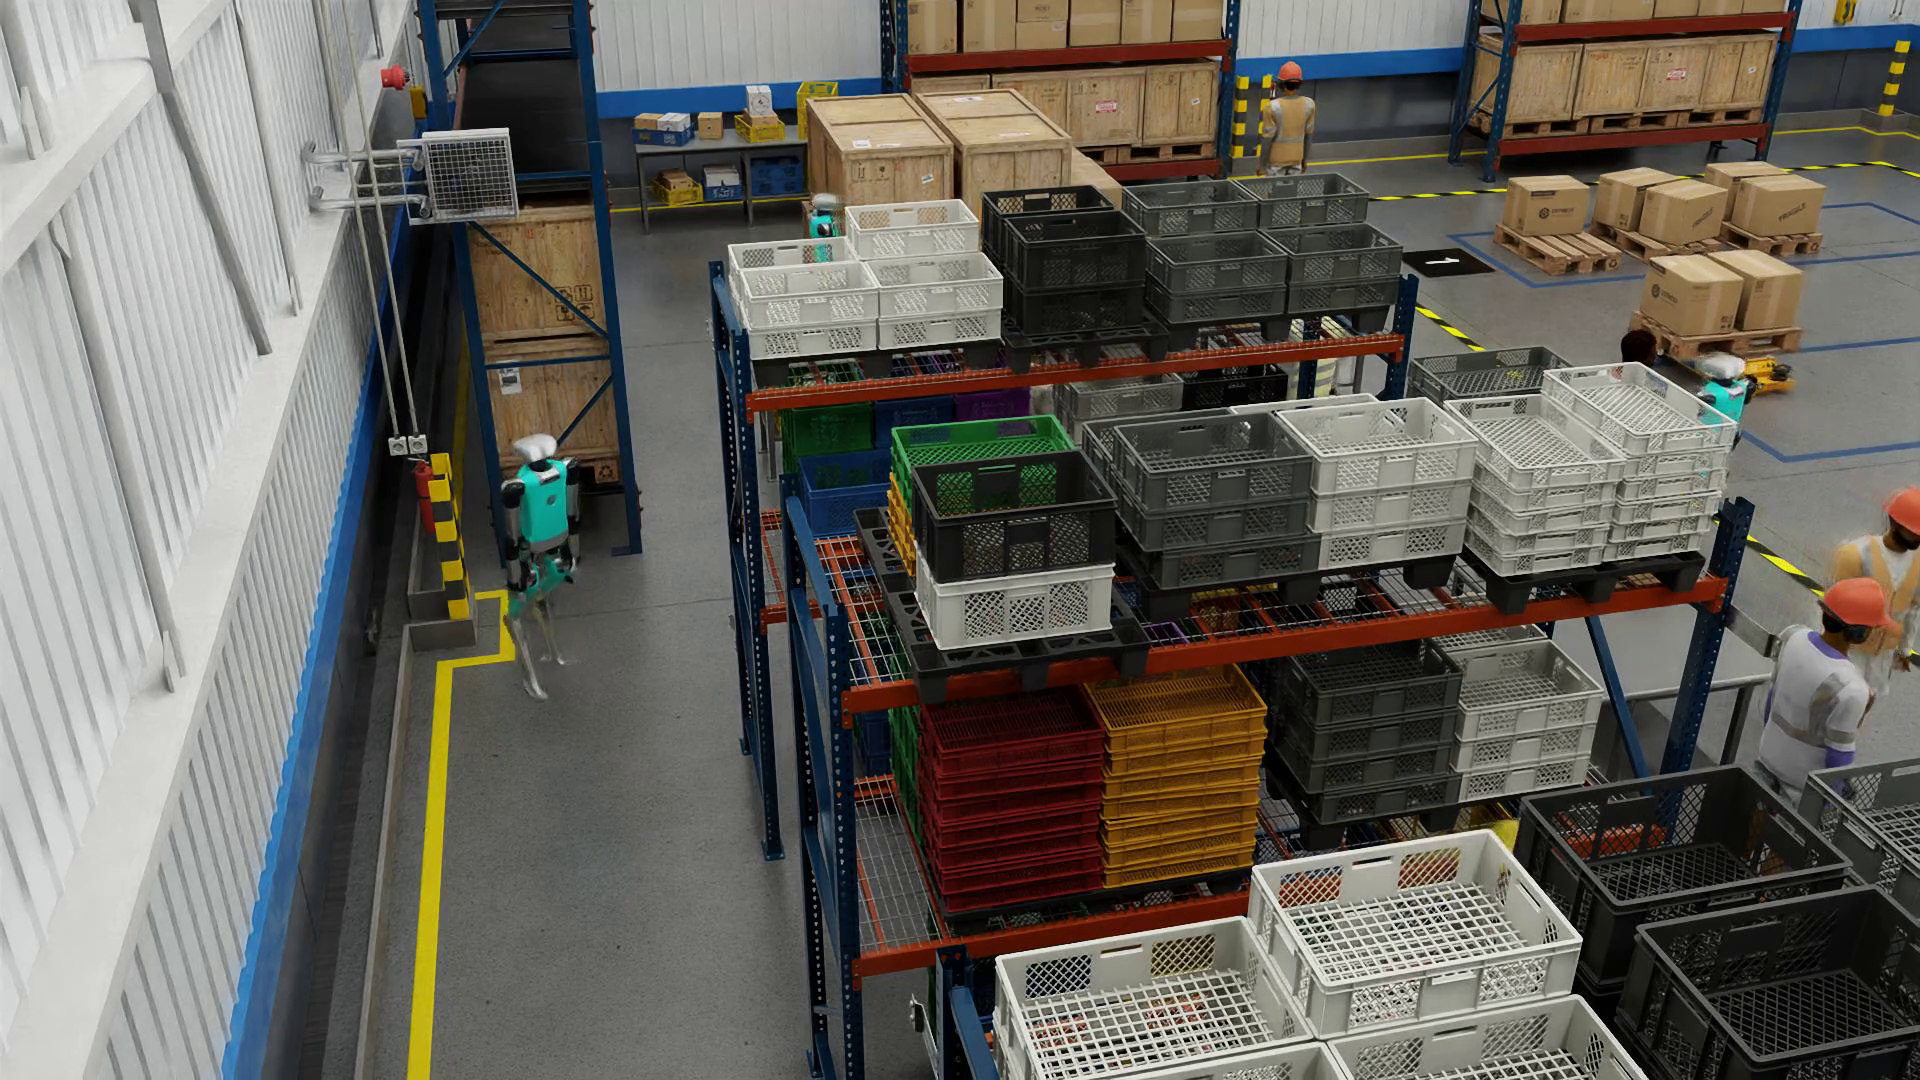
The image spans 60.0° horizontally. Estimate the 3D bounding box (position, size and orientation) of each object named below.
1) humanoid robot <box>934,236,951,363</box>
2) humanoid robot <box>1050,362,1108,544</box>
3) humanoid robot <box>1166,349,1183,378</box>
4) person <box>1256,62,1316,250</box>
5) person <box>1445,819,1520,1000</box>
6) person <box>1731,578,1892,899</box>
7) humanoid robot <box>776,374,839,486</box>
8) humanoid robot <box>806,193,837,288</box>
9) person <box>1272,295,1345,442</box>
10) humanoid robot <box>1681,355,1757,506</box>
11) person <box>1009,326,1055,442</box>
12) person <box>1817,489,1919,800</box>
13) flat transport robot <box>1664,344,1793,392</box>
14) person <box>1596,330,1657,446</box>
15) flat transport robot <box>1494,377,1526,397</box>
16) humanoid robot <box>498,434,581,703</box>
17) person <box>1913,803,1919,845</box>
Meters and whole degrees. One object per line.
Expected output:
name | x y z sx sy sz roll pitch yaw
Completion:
humanoid robot | -0.080 -1.804 13.964 0.366 1.644 0.610 -7 29 -13
humanoid robot | 0.606 -0.277 11.009 0.668 1.817 0.539 -14 31 -24
humanoid robot | 1.616 -1.387 13.166 0.411 1.641 0.601 -2 28 -3
person | 3.489 -4.118 17.959 0.604 2.044 0.374 -8 29 -15
person | 2.240 1.882 6.907 0.540 1.720 0.415 16 32 28
person | 4.118 1.080 8.114 0.399 2.035 0.598 -5 28 -9
humanoid robot | -0.750 -0.365 11.202 0.559 1.798 0.923 16 32 27
humanoid robot | -0.966 -2.124 14.634 0.711 1.905 0.541 -6 28 -12
person | 2.575 -1.121 12.524 0.676 1.823 0.430 -20 34 -33
humanoid robot | 4.919 -0.512 11.500 0.537 1.777 1.035 -15 31 -26
person | 0.481 -0.642 11.591 0.331 1.836 0.505 -24 36 -37
person | 5.013 0.554 9.223 0.552 1.919 0.500 -3 28 -5
flat transport robot | 6.905 -1.715 15.272 0.652 0.197 1.431 -6 28 -12
person | 4.404 -0.510 11.245 0.392 1.919 0.592 -4 28 -7
flat transport robot | 4.780 -1.036 14.013 0.659 0.231 1.431 -6 28 -12
humanoid robot | -2.684 0.128 10.254 0.795 1.800 0.532 22 35 35
person | 4.901 1.145 8.268 0.523 1.768 0.306 -18 33 -31
